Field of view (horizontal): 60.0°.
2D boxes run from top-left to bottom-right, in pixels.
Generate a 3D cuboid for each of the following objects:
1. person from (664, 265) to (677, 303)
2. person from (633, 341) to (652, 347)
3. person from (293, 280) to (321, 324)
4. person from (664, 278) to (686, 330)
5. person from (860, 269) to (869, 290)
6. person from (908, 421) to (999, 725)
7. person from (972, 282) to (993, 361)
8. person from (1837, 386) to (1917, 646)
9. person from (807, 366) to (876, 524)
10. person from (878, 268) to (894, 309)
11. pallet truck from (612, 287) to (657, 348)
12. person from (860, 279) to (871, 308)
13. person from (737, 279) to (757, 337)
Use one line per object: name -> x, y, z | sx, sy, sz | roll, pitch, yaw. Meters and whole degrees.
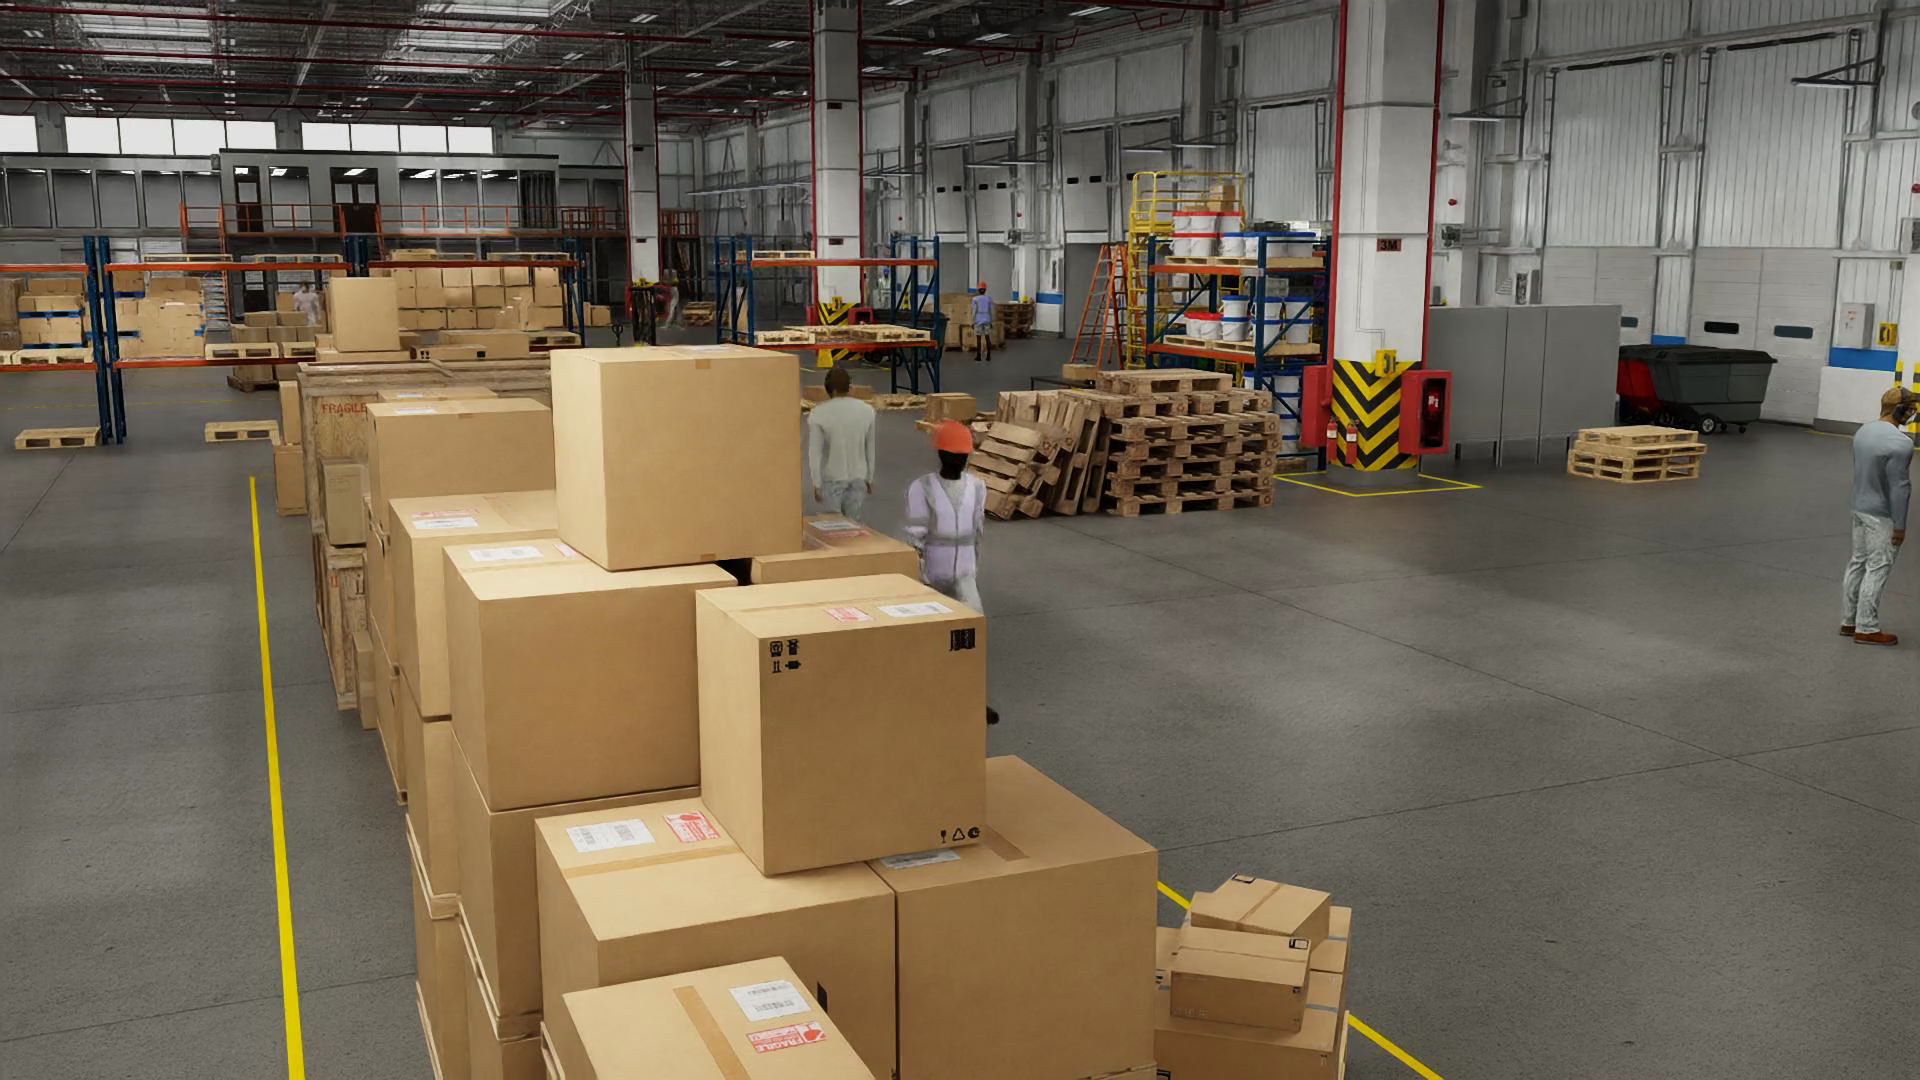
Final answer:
person -> -12.921, -11.435, 74.186 | 0.612, 1.986, 0.407 | -1, 10, -3
person -> -3.436, -1.235, 18.201 | 0.465, 1.887, 0.620 | 5, 12, 27
person -> -17.093, -5.843, 43.574 | 0.654, 1.906, 0.714 | -4, 11, -20
person -> -9.356, -7.687, 54.357 | 0.799, 1.729, 0.497 | -7, 12, -34
person -> -3.457, -8.743, 59.500 | 0.588, 1.927, 0.371 | -10, 14, -43
person -> -0.068, 0.191, 10.407 | 0.549, 1.884, 1.043 | -4, 11, -23
person -> 0.538, -5.369, 40.875 | 0.547, 1.938, 0.378 | -3, 11, -14
person -> 6.792, -0.176, 12.294 | 0.374, 1.929, 0.638 | 0, 10, 0
person -> -0.988, -0.513, 14.164 | 0.642, 1.927, 0.478 | -5, 12, -28
person -> -2.618, -8.695, 59.216 | 0.596, 1.939, 0.414 | -2, 11, -12
pallet truck -> -6.464, -4.406, 35.401 | 0.823, 1.965, 1.885 | 6, 12, 32
person -> -2.865, -6.559, 47.698 | 0.634, 1.842, 0.429 | -2, 11, -13
person -> -6.181, -6.736, 48.746 | 0.656, 1.814, 0.744 | 9, 14, 40
